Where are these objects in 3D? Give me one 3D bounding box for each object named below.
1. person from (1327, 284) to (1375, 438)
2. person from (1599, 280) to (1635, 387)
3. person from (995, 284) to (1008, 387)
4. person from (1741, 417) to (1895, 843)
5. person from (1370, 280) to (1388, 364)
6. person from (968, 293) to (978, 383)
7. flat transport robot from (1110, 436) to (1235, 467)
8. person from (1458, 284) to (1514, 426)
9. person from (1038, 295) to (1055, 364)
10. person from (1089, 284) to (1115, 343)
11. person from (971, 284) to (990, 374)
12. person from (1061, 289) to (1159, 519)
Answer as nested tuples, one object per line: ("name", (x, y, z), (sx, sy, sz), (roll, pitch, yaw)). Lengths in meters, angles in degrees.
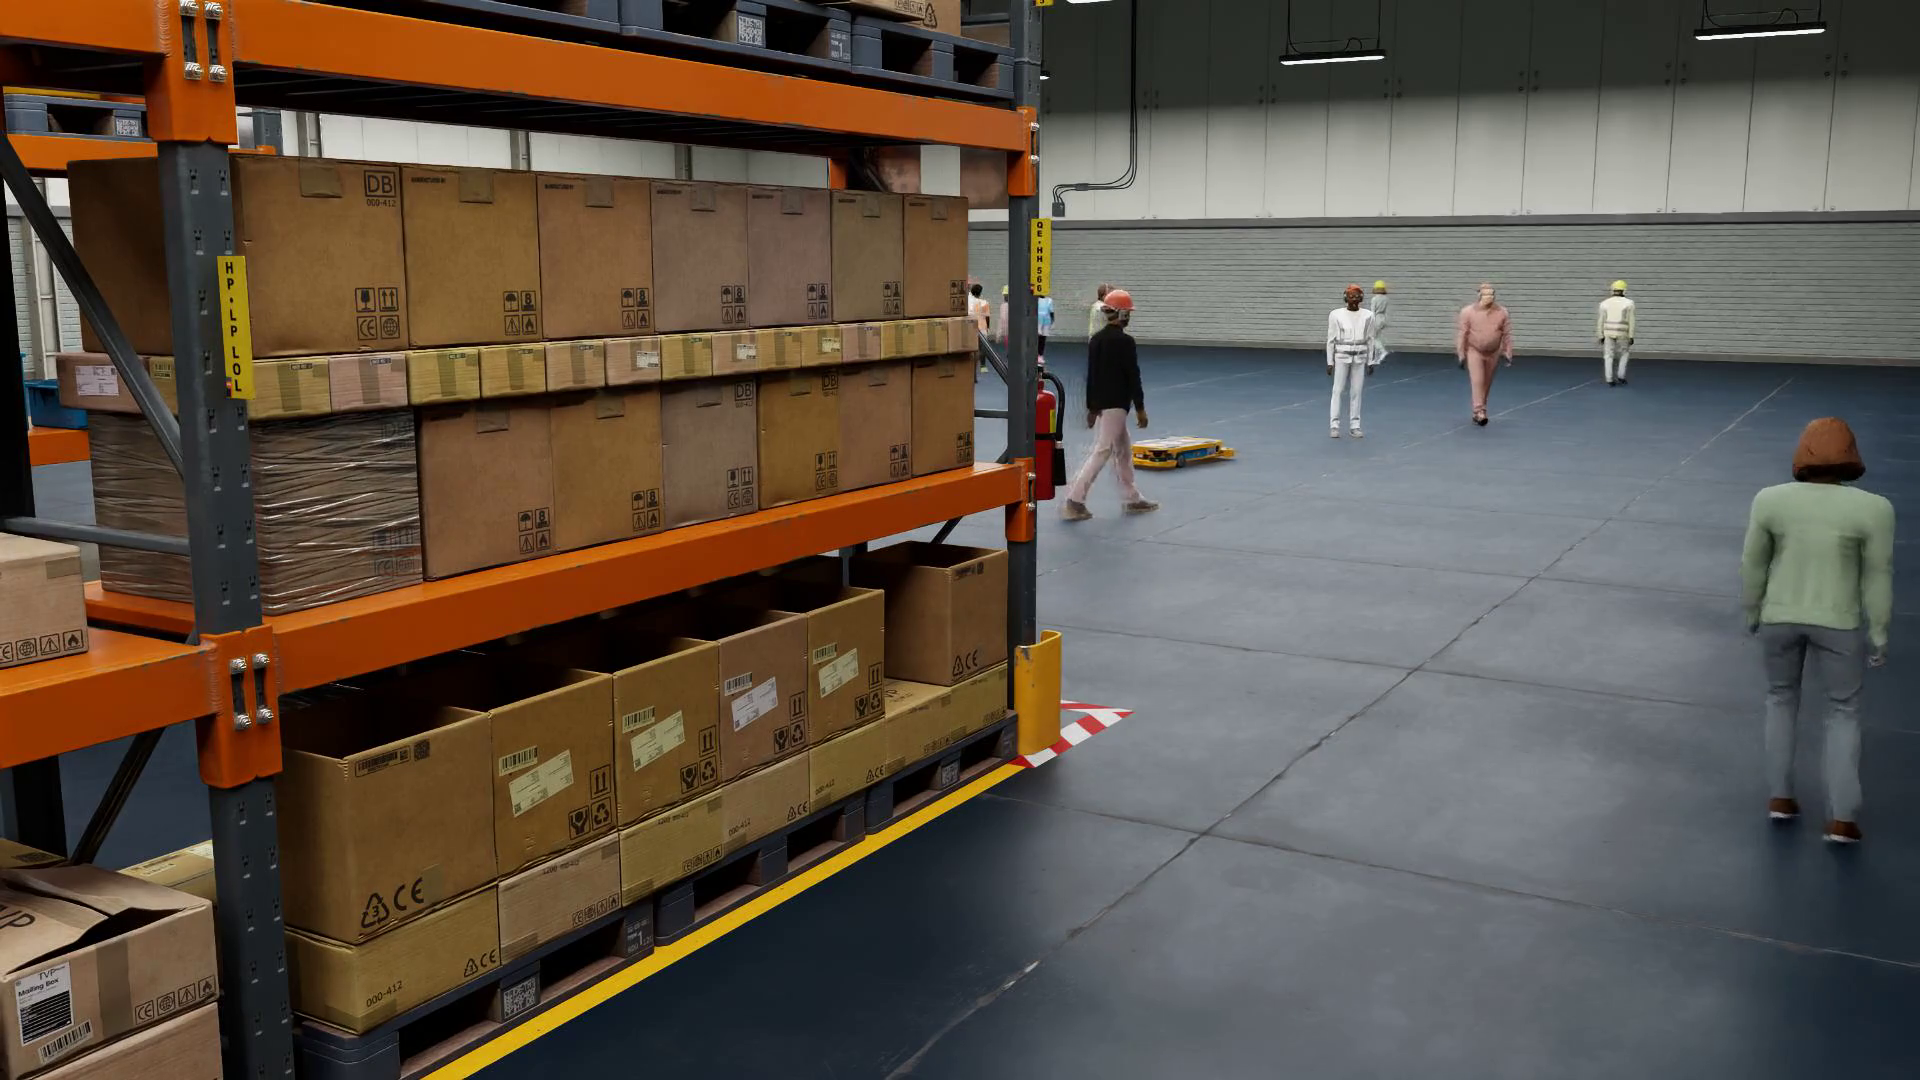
("person", (4.791, -2.190, 20.421), (0.585, 1.882, 0.337), (0, 10, -2))
("person", (11.248, -3.520, 28.399), (0.627, 1.810, 0.640), (8, 13, 40))
("person", (0.863, -3.450, 28.203), (0.539, 1.752, 0.521), (-7, 12, -34))
("person", (3.277, 0.339, 6.408), (0.539, 1.615, 0.412), (7, 12, 37))
("person", (8.623, -4.468, 34.202), (0.496, 1.725, 0.440), (-7, 12, -36))
("person", (0.013, -3.645, 28.885), (0.845, 1.889, 0.576), (-9, 13, -43))
("flat transport robot", (2.302, -0.962, 17.946), (0.652, 0.197, 1.431), (8, 13, 41))
("person", (6.932, -2.434, 21.921), (0.660, 1.851, 0.996), (0, 10, 0))
("person", (1.717, -4.448, 34.216), (0.558, 1.671, 0.656), (-4, 10, -21))
("person", (2.035, -2.689, 23.521), (0.429, 1.836, 0.628), (0, 10, 0))
("person", (0.323, -4.004, 31.589), (0.535, 1.697, 0.318), (3, 10, 16))
("person", (1.270, -1.156, 14.183), (1.006, 1.955, 0.625), (-4, 10, -22))
